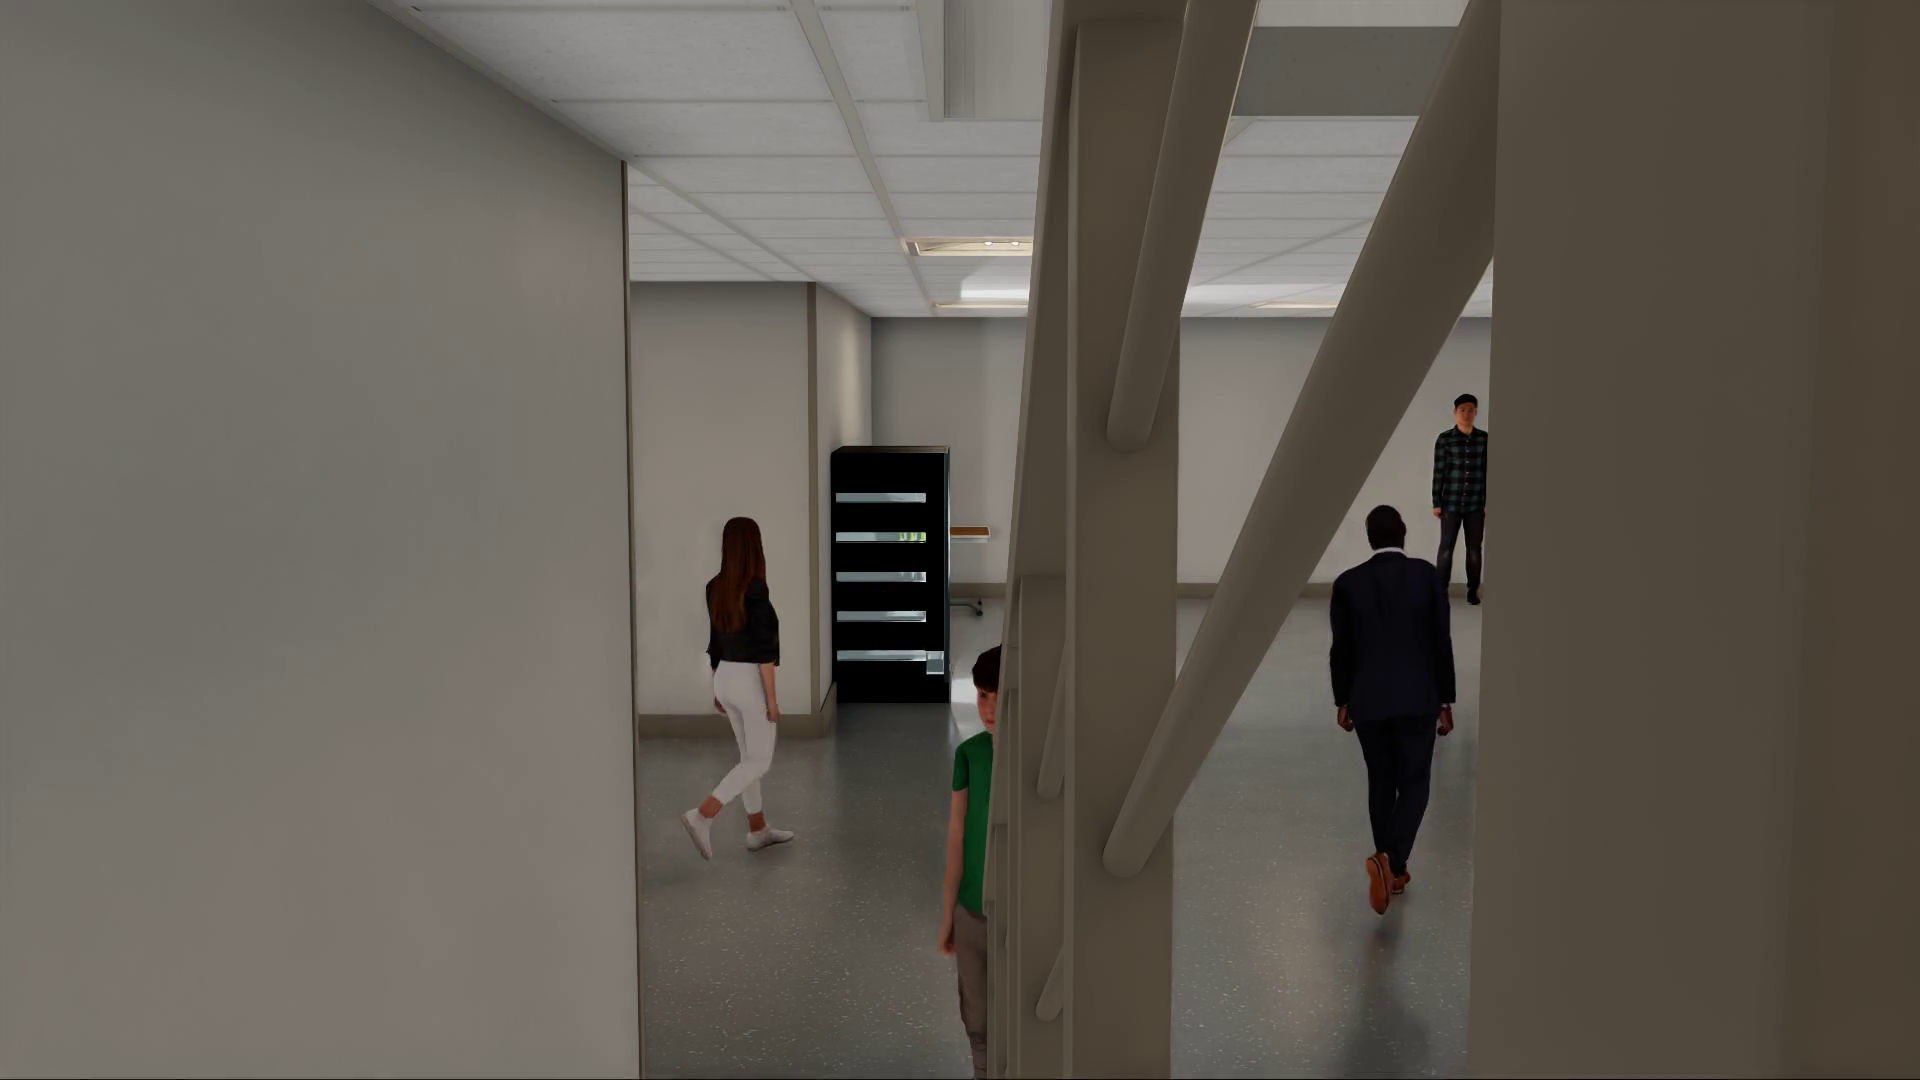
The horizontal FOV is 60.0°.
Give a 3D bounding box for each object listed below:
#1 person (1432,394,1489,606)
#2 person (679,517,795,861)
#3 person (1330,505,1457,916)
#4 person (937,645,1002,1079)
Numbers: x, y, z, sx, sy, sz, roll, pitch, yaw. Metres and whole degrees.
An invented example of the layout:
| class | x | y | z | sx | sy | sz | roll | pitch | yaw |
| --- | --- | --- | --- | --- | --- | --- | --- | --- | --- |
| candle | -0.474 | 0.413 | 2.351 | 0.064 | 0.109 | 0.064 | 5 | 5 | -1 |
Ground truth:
| class | x | y | z | sx | sy | sz | roll | pitch | yaw |
| --- | --- | --- | --- | --- | --- | --- | --- | --- | --- |
| person | 4.064 | -0.334 | 13.454 | 0.692 | 1.709 | 0.573 | 1 | 6 | 10 |
| person | -1.105 | 0.746 | 8.161 | 1.025 | 1.688 | 0.975 | -6 | 8 | -44 |
| person | 1.928 | 0.765 | 7.427 | 0.993 | 1.796 | 1.170 | 3 | 6 | 27 |
| person | 0.151 | 1.100 | 4.836 | 0.688 | 1.649 | 0.717 | 4 | 7 | 33 |
